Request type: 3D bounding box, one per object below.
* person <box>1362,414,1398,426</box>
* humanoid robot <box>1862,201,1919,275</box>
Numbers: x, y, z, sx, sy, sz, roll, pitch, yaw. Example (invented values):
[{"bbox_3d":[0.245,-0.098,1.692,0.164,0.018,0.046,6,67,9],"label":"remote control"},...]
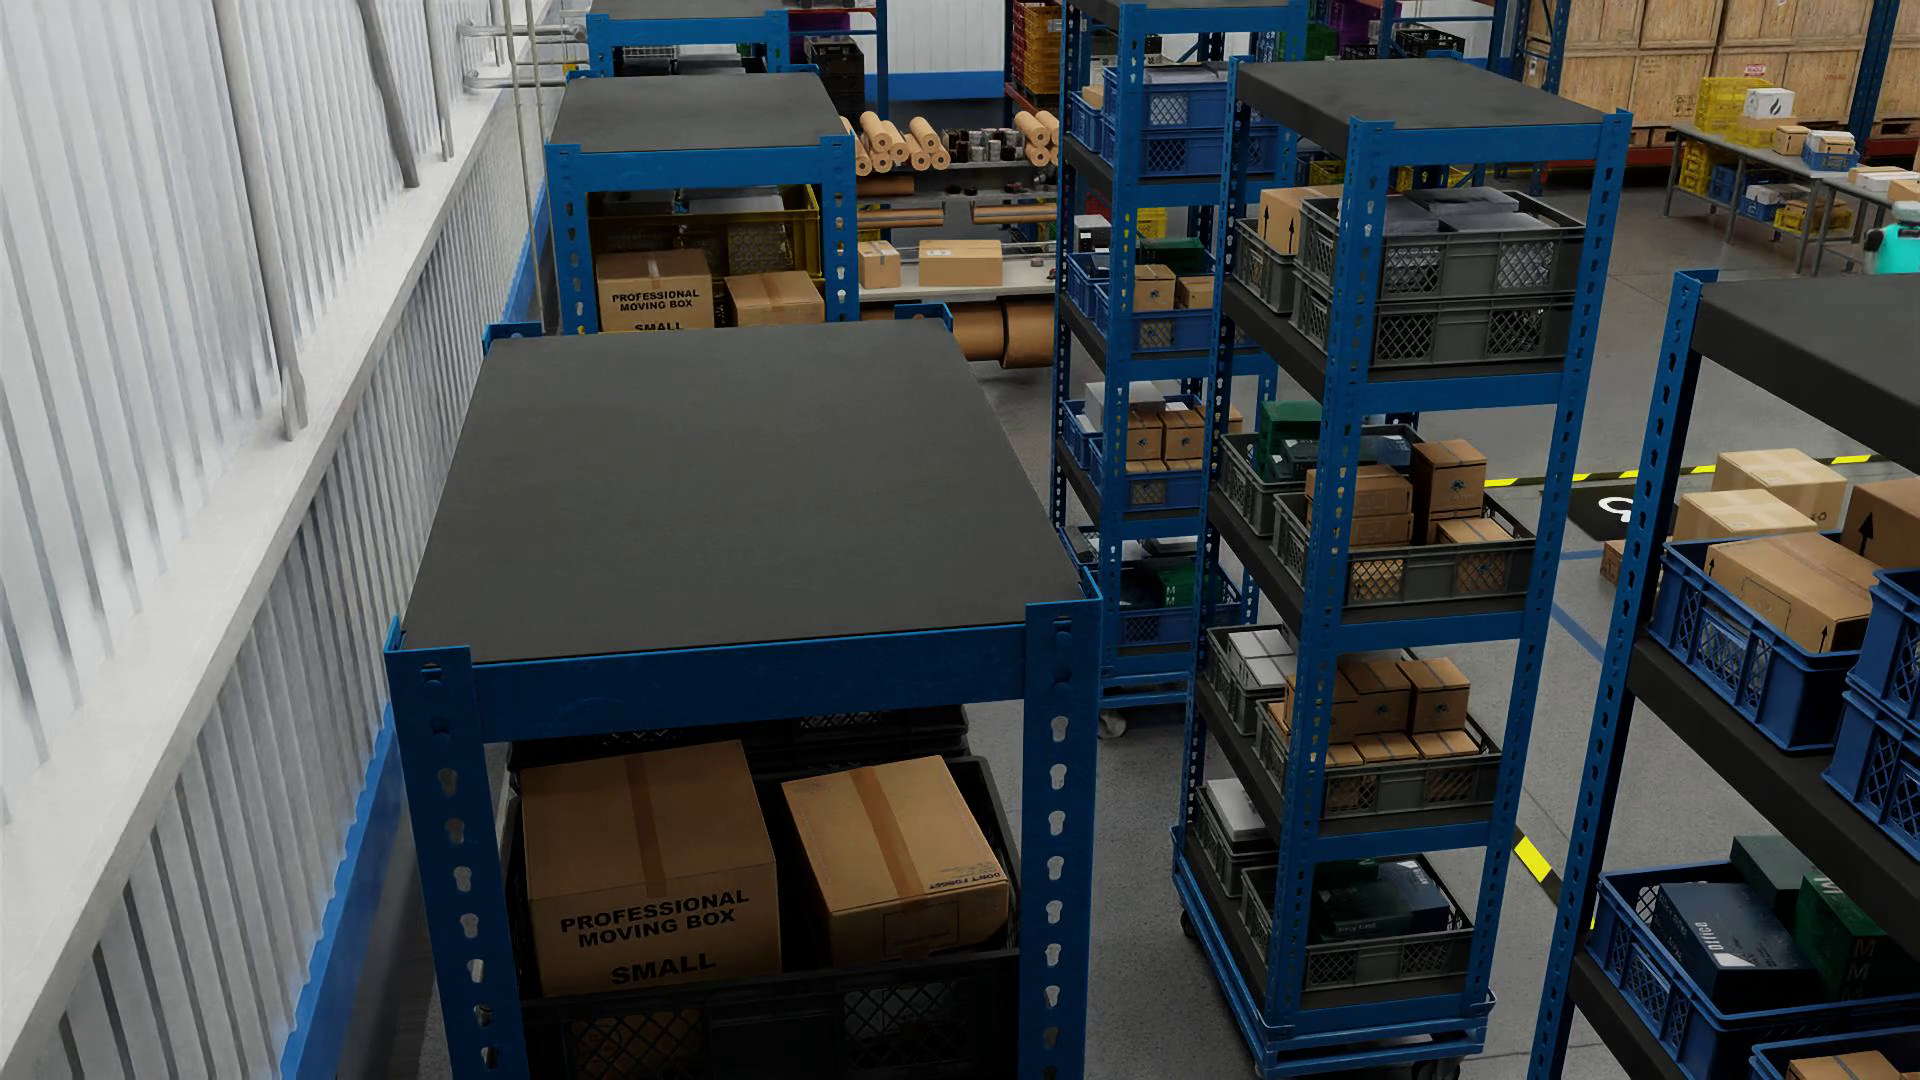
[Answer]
[{"bbox_3d":[1.954,0.197,7.976,0.599,1.850,0.391,-3,25,-6],"label":"person"},{"bbox_3d":[6.647,-1.475,11.761,0.546,1.727,1.027,1,25,2],"label":"humanoid robot"}]
